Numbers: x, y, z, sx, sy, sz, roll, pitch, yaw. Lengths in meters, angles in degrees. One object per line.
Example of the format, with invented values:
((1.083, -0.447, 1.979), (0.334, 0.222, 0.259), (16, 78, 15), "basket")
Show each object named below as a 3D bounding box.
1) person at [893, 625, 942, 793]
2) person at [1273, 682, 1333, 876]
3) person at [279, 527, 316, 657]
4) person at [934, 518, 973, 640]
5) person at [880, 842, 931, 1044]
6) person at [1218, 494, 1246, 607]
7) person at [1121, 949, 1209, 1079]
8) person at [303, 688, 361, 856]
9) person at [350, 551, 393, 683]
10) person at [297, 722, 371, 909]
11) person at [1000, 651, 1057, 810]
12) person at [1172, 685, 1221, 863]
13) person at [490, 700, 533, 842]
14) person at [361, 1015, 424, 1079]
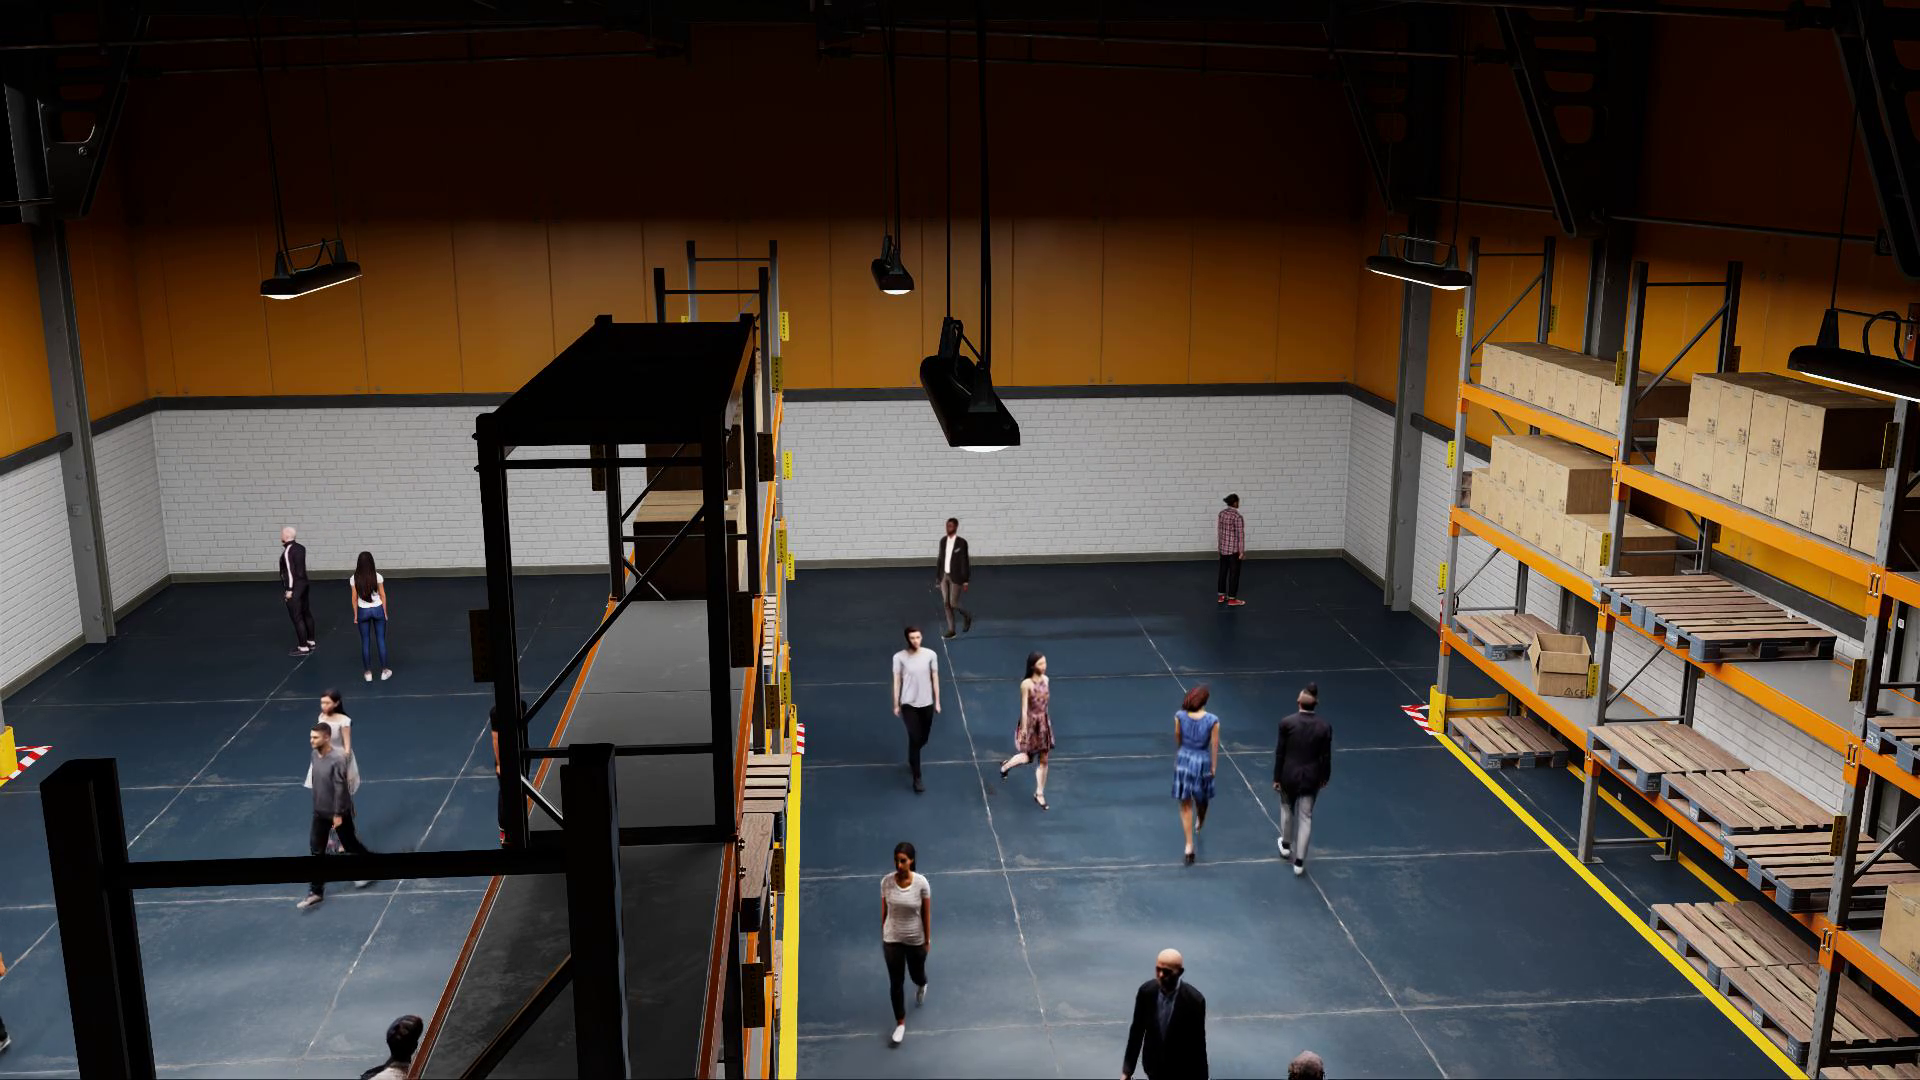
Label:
((-0.492, 1.842, 18.720), (0.799, 1.837, 1.168), (-3, 14, -14), "person")
((3.375, 2.364, 16.379), (0.837, 1.925, 1.009), (1, 14, 5), "person")
((-9.338, 0.702, 23.433), (0.753, 1.836, 0.547), (0, 14, 2), "person")
((-0.056, 0.554, 24.148), (0.884, 1.787, 0.943), (11, 18, 39), "person")
((-0.430, 3.208, 13.521), (0.718, 1.630, 0.997), (2, 14, 10), "person")
((4.226, 0.130, 25.962), (0.851, 1.757, 0.726), (-11, 17, -38), "person")
((1.475, 3.630, 11.513), (1.161, 1.754, 1.302), (8, 16, 31), "person")
((-6.273, 2.322, 16.893), (0.834, 1.764, 0.908), (6, 15, 23), "person")
((-7.891, 1.013, 22.276), (0.619, 1.775, 0.555), (-3, 14, -13), "person")
((-5.931, 2.579, 15.909), (0.984, 1.728, 1.217), (6, 15, 24), "person")
((0.742, 2.049, 18.033), (1.045, 1.759, 0.966), (12, 18, 41), "person")
((2.339, 2.376, 16.692), (0.846, 1.754, 1.179), (3, 14, 13), "person")
((-4.637, 2.251, 17.201), (0.784, 1.758, 0.691), (8, 16, 29), "person")
((-3.439, 3.903, 10.205), (0.877, 1.839, 1.176), (-1, 14, -3), "person")
